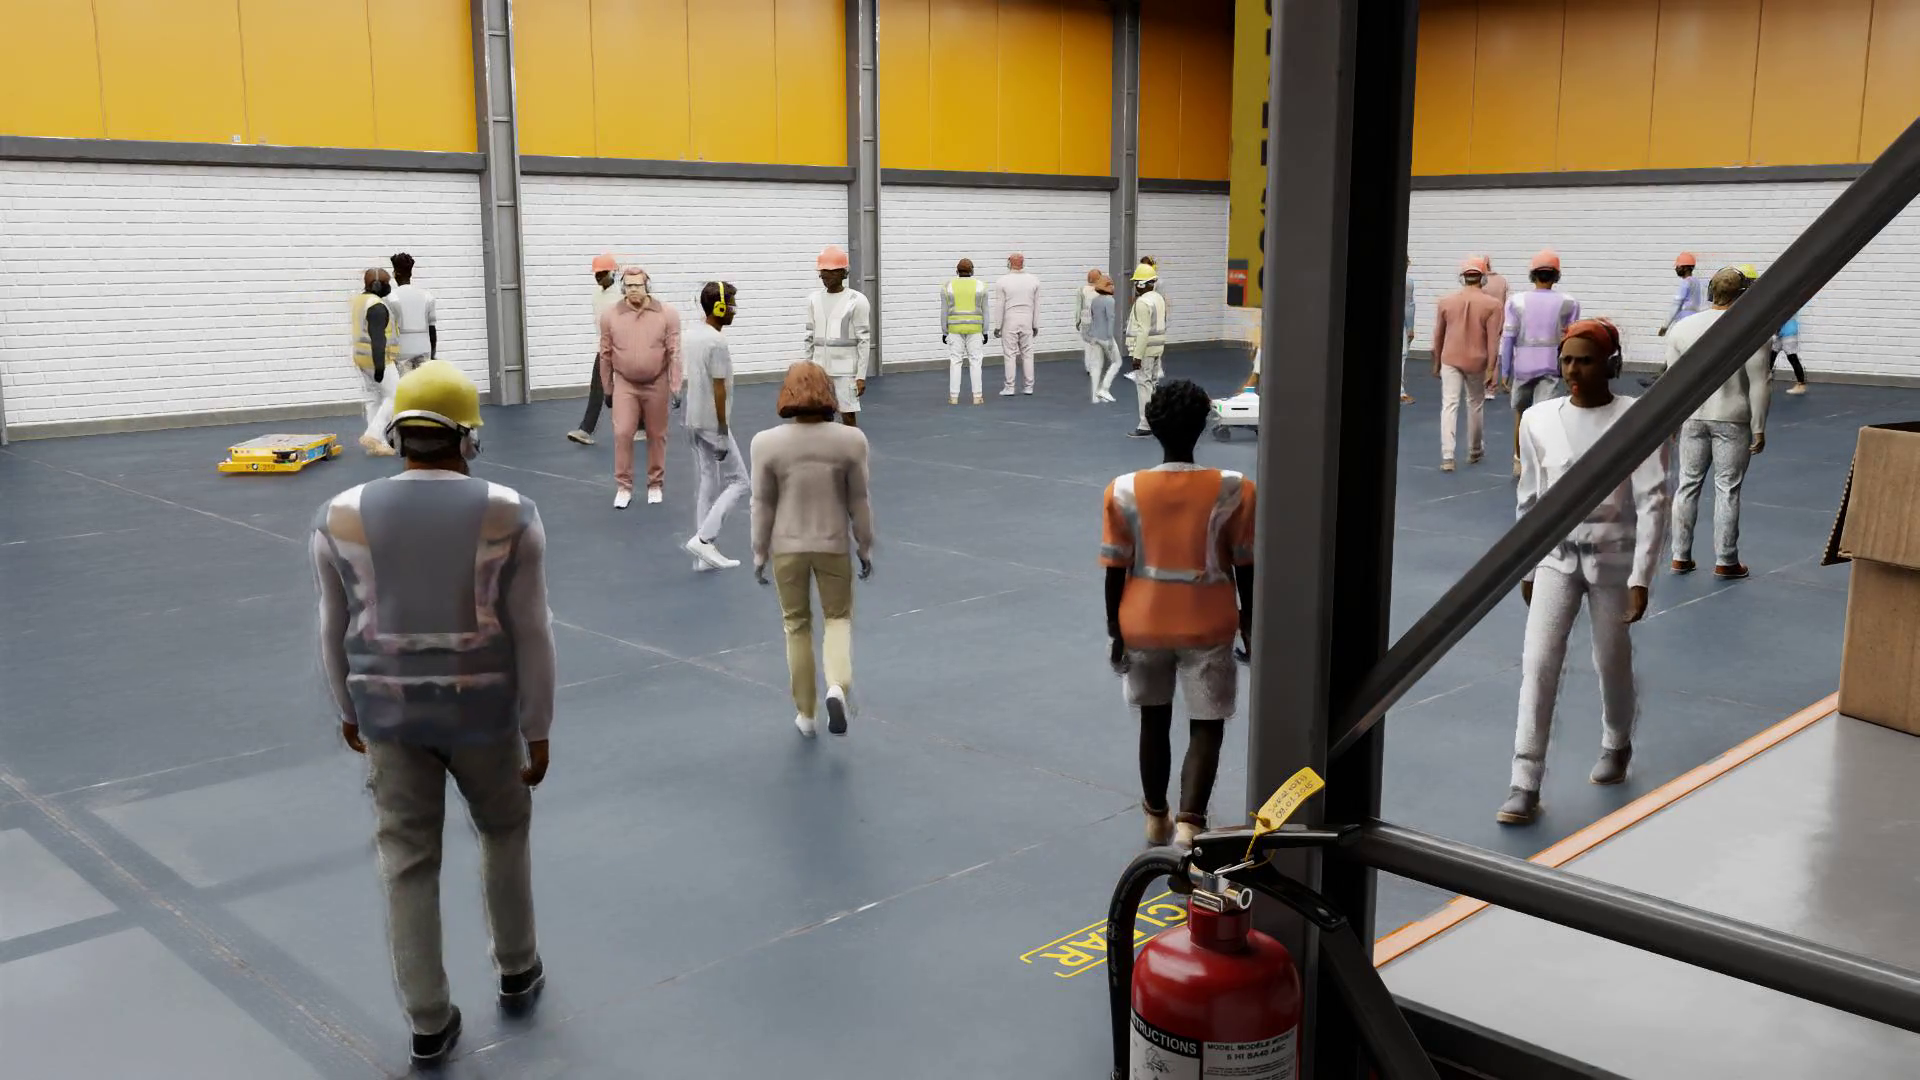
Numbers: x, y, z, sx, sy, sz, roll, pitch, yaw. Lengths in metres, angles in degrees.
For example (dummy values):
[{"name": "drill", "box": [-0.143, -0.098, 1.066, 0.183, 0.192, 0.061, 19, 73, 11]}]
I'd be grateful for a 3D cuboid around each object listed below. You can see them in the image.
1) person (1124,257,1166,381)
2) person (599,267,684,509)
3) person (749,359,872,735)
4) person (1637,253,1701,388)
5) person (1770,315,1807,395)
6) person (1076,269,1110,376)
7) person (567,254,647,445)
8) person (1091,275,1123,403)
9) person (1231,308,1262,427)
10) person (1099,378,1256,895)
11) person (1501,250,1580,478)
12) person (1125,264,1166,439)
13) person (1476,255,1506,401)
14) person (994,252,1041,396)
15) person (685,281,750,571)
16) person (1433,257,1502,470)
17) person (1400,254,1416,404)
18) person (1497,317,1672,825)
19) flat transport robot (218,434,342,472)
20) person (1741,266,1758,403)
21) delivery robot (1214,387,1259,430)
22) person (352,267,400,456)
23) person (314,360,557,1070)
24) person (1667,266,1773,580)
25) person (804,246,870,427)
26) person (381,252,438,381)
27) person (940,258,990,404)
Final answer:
[{"name": "person", "box": [2.737, -3.249, 24.488, 0.998, 1.821, 0.504, -10, 14, -44]}, {"name": "person", "box": [-2.500, -1.187, 13.059, 0.662, 1.880, 0.739, -1, 10, -8]}, {"name": "person", "box": [-0.622, 0.056, 6.970, 0.516, 1.616, 0.470, -2, 11, -8]}, {"name": "person", "box": [9.654, -2.895, 22.343, 0.997, 1.885, 0.565, 7, 13, 35]}, {"name": "person", "box": [10.998, -2.772, 22.285, 0.816, 1.649, 0.543, 3, 11, 18]}, {"name": "person", "box": [2.055, -3.309, 25.340, 0.541, 1.615, 0.649, 4, 11, 19]}, {"name": "person", "box": [-3.586, -1.945, 17.035, 0.611, 1.939, 1.009, 6, 12, 31]}, {"name": "person", "box": [1.844, -2.540, 21.103, 0.406, 1.618, 0.511, -6, 12, -29]}, {"name": "person", "box": [3.492, -2.178, 18.467, 1.017, 1.875, 0.562, 0, 10, -2]}, {"name": "person", "box": [0.714, 0.303, 5.497, 0.533, 1.671, 0.755, 3, 11, 16]}, {"name": "person", "box": [4.962, -1.465, 14.246, 0.630, 1.990, 1.025, 3, 11, 18]}, {"name": "person", "box": [1.948, -1.986, 17.544, 0.404, 1.829, 0.600, 5, 11, 25]}, {"name": "person", "box": [6.800, -2.728, 21.492, 0.715, 1.882, 0.441, -8, 13, -39]}, {"name": "person", "box": [0.749, -2.873, 22.181, 0.651, 1.906, 0.403, -4, 11, -21]}, {"name": "person", "box": [-1.535, -0.712, 10.572, 0.408, 1.848, 0.500, -7, 13, -35]}, {"name": "person", "box": [4.637, -1.612, 15.277, 0.625, 1.928, 1.068, 6, 12, 28]}, {"name": "person", "box": [5.552, -2.701, 21.154, 0.372, 1.940, 0.631, -5, 12, -26]}, {"name": "person", "box": [2.348, 0.090, 6.215, 0.575, 1.846, 0.951, 8, 13, 36]}, {"name": "flat transport robot", "box": [-6.298, -0.822, 15.456, 0.652, 0.197, 1.431, -1, 10, -3]}, {"name": "person", "box": [9.957, -2.586, 21.034, 0.737, 1.737, 0.553, -3, 11, -14]}, {"name": "delivery robot", "box": [3.007, -1.353, 17.323, 0.707, 0.478, 0.477, 0, 10, -1]}, {"name": "person", "box": [-5.607, -1.702, 16.026, 0.439, 1.828, 0.631, -7, 13, -35]}, {"name": "person", "box": [-1.368, 0.432, 4.423, 0.607, 1.803, 0.700, -2, 11, -9]}, {"name": "person", "box": [4.707, -0.721, 10.353, 0.633, 1.939, 0.368, 10, 14, 43]}, {"name": "person", "box": [-1.042, -1.399, 13.775, 0.612, 2.041, 0.380, 5, 12, 27]}, {"name": "person", "box": [-5.441, -1.848, 16.421, 0.362, 1.963, 0.613, 9, 14, 41]}, {"name": "person", "box": [0.066, -2.635, 21.057, 0.627, 1.844, 0.429, 0, 10, 0]}]
